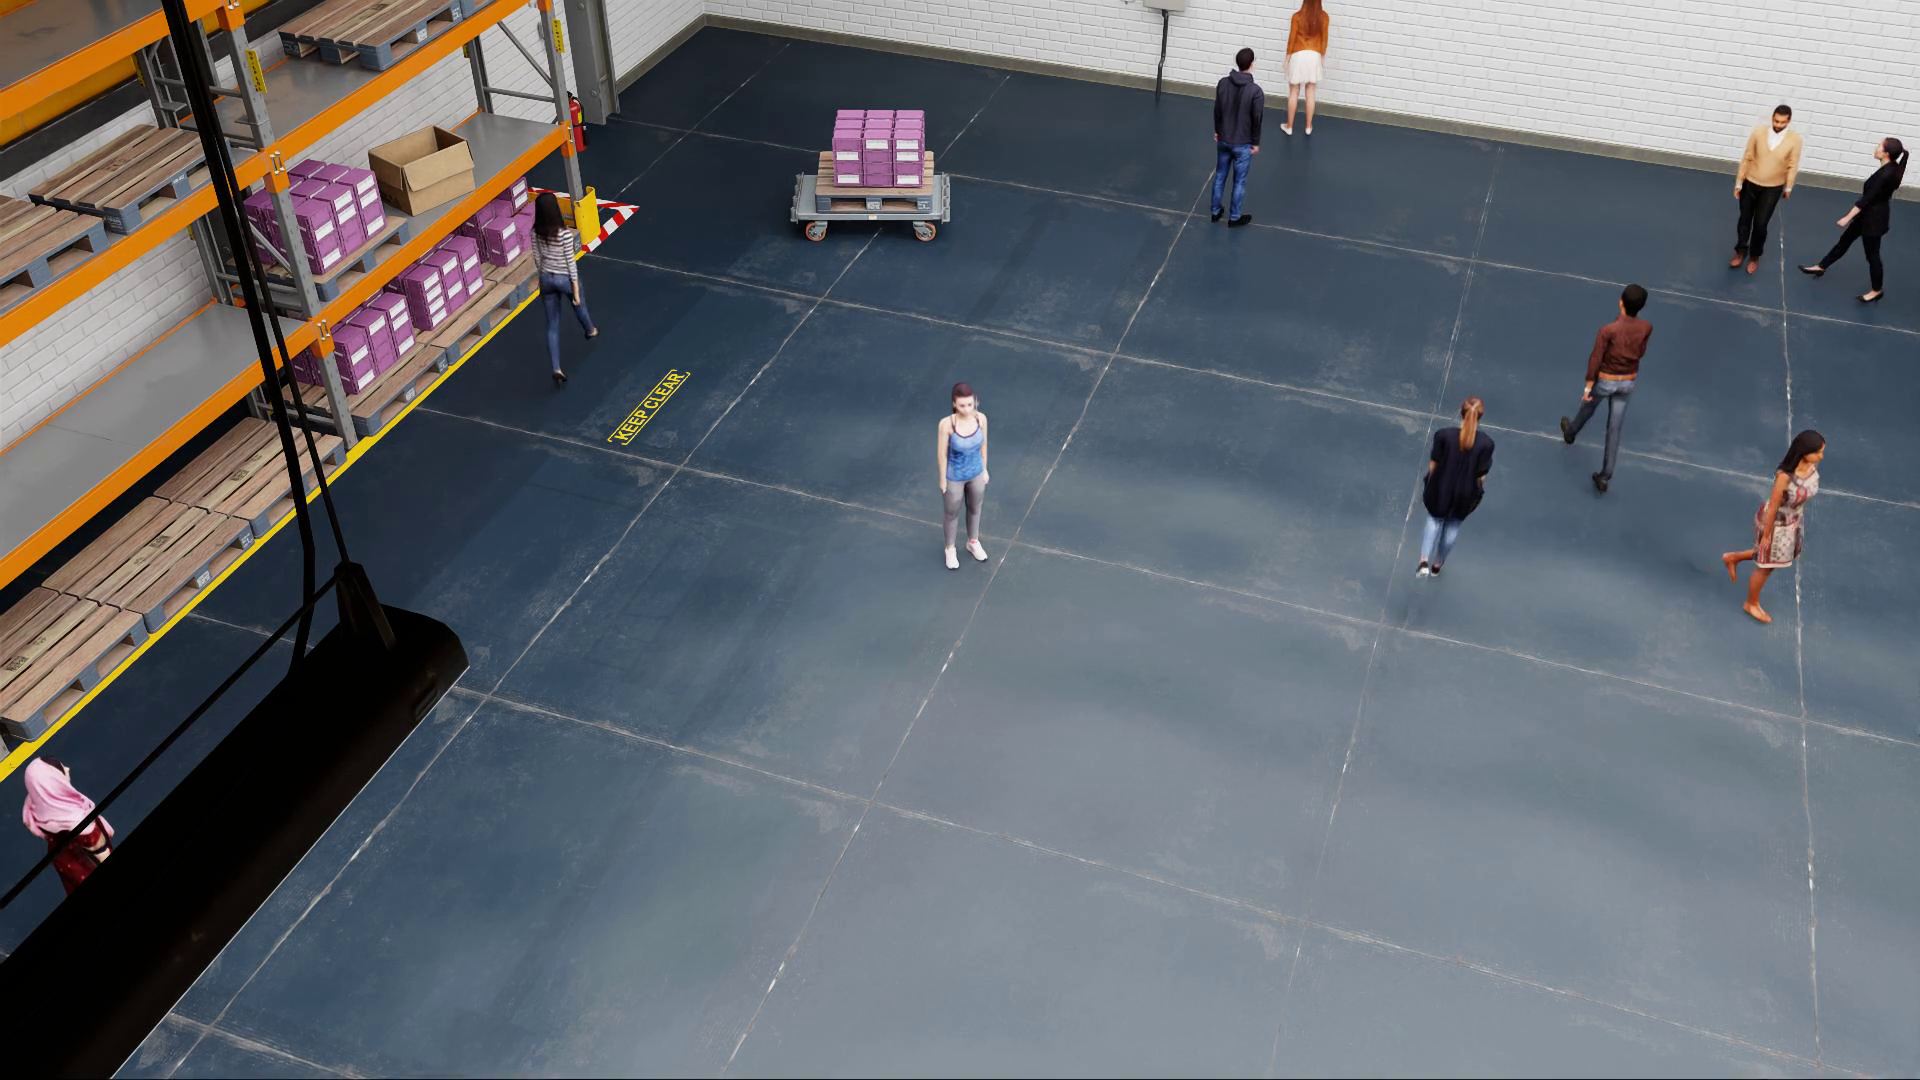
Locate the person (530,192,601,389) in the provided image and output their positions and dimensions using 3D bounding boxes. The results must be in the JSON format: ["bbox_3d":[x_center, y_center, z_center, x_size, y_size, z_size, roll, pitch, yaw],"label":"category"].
[{"bbox_3d":[-3.605,-2.186,14.813,0.693,1.733,1.205,9,39,11],"label":"person"}]

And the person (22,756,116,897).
[{"bbox_3d":[-5.154,1.879,9.800,0.694,1.639,0.646,19,42,22],"label":"person"}]

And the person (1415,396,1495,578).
[{"bbox_3d":[3.709,-0.333,12.542,0.649,1.673,0.793,16,41,19],"label":"person"}]

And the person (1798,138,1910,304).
[{"bbox_3d":[8.824,-3.009,15.941,0.839,1.612,1.061,22,44,26],"label":"person"}]

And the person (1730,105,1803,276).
[{"bbox_3d":[7.974,-3.539,16.508,0.746,1.733,0.730,25,45,28],"label":"person"}]

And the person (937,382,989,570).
[{"bbox_3d":[0.025,-0.506,12.809,0.659,1.610,0.716,-15,41,-18],"label":"person"}]

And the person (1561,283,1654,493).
[{"bbox_3d":[5.370,-1.201,13.593,0.929,1.718,1.257,-1,39,-1],"label":"person"}]

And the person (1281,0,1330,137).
[{"bbox_3d":[3.930,-5.458,18.925,0.703,1.717,0.691,-1,39,-1],"label":"person"}]

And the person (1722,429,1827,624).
[{"bbox_3d":[6.014,-0.160,12.357,0.898,1.633,0.942,-22,43,-25],"label":"person"}]

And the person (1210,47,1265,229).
[{"bbox_3d":[2.840,-4.130,17.121,0.731,1.893,0.654,25,45,28],"label":"person"}]
